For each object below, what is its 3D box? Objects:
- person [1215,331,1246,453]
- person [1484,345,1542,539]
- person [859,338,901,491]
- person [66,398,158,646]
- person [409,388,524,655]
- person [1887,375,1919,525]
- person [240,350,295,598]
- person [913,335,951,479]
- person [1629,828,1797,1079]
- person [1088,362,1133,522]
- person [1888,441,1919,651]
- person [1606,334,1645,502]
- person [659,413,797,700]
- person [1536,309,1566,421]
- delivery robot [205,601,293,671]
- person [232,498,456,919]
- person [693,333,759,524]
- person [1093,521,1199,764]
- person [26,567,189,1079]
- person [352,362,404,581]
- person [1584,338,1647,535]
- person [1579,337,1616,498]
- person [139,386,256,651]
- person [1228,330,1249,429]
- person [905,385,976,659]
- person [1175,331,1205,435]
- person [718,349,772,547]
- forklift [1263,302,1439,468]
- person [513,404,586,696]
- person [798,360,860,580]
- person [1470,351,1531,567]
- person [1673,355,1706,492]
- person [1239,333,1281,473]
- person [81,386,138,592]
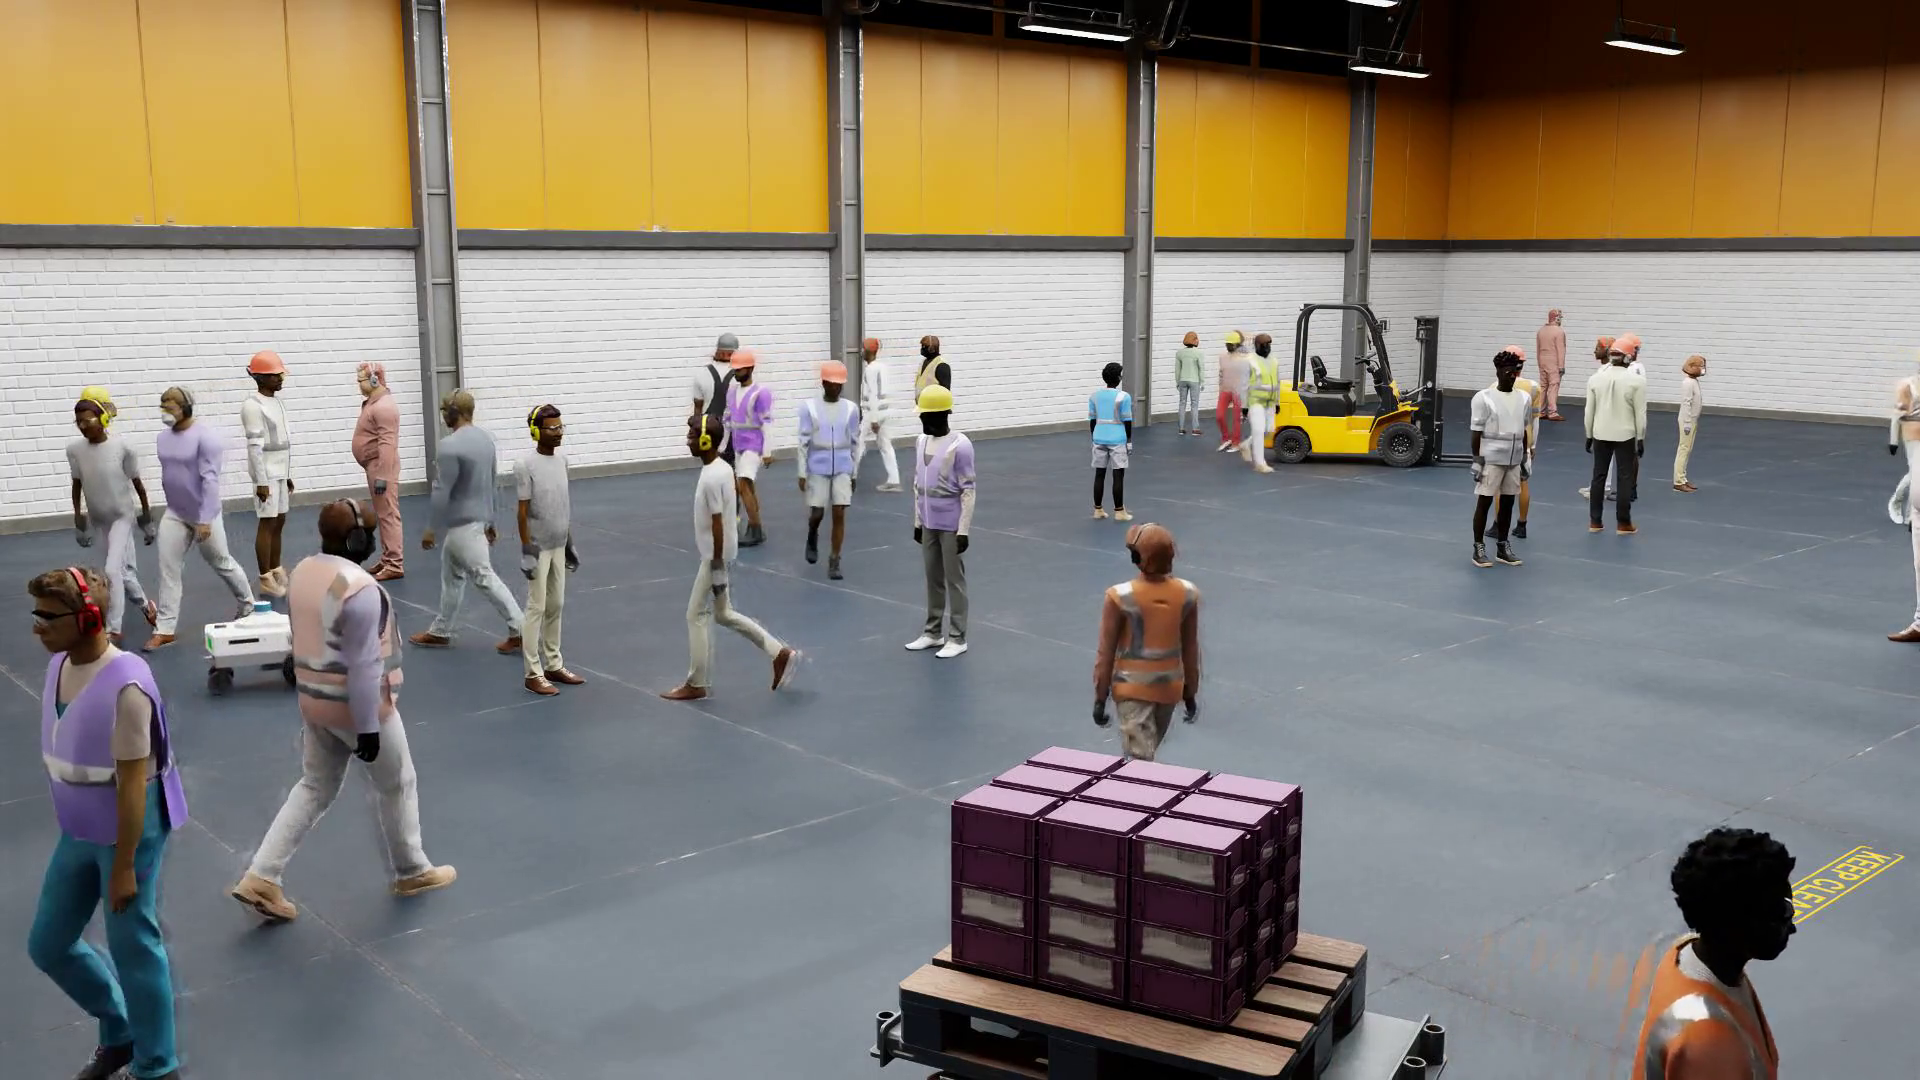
[{"bbox_3d":[3.885,-2.103,23.758,0.523,1.752,0.375,8,13,41],"label":"person"},{"bbox_3d":[5.486,-0.968,16.583,0.542,1.929,0.368,-1,10,-6],"label":"person"},{"bbox_3d":[-1.152,-1.488,19.899,0.965,1.830,0.590,3,10,15],"label":"person"},{"bbox_3d":[-6.188,-0.157,12.207,0.548,1.820,0.891,1,10,4],"label":"person"},{"bbox_3d":[-3.452,-0.123,11.758,1.005,1.900,0.639,1,10,6],"label":"person"},{"bbox_3d":[9.974,-1.060,17.202,0.581,1.905,0.436,-1,10,-7],"label":"person"},{"bbox_3d":[-5.678,-0.545,13.768,0.377,2.044,0.608,-1,10,-3],"label":"person"},{"bbox_3d":[-0.347,-1.627,20.705,0.430,1.841,0.624,-5,11,-26],"label":"person"},{"bbox_3d":[1.624,1.408,3.434,0.829,1.653,0.546,5,11,26],"label":"person"},{"bbox_3d":[1.605,-1.035,17.647,0.529,1.697,0.321,8,12,38],"label":"person"},{"bbox_3d":[6.974,-0.150,11.859,0.402,1.906,0.652,0,10,-2],"label":"person"},{"bbox_3d":[7.656,-1.403,19.136,0.382,1.924,0.552,6,11,32],"label":"person"},{"bbox_3d":[-1.484,0.112,10.526,0.802,1.848,0.520,0,10,-1],"label":"person"},{"bbox_3d":[10.171,-2.999,28.531,0.405,1.910,0.636,-3,10,-18],"label":"person"},{"bbox_3d":[-4.550,0.645,10.876,0.707,0.478,0.477,-4,11,-23],"label":"delivery robot"},{"bbox_3d":[-2.675,0.721,7.099,0.629,1.802,0.906,8,13,39],"label":"person"},{"bbox_3d":[-2.408,-1.186,17.530,0.697,2.000,0.659,1,10,7],"label":"person"},{"bbox_3d":[0.880,0.716,7.662,0.523,1.606,0.808,-5,11,-27],"label":"person"},{"bbox_3d":[-2.801,0.984,5.452,0.570,1.829,0.462,7,12,35],"label":"person"},{"bbox_3d":[-5.072,-0.597,14.491,0.407,1.903,0.639,-4,11,-23],"label":"person"},{"bbox_3d":[6.666,-1.050,16.894,0.629,1.988,0.397,9,13,42],"label":"person"},{"bbox_3d":[7.486,-1.425,19.394,0.355,1.882,0.576,2,10,11],"label":"person"},{"bbox_3d":[-5.578,-0.190,12.166,0.619,1.896,1.022,4,10,20],"label":"person"},{"bbox_3d":[4.598,-2.634,27.223,0.464,1.621,0.516,-6,12,-33],"label":"person"},{"bbox_3d":[-0.135,-0.132,11.698,0.383,1.923,0.589,-8,12,-38],"label":"person"},{"bbox_3d":[3.629,-2.473,26.250,0.498,1.634,0.283,7,12,34],"label":"person"},{"bbox_3d":[-2.130,-0.889,16.133,0.576,1.917,0.560,-9,13,-43],"label":"person"},{"bbox_3d":[5.320,-2.157,22.763,2.313,2.155,1.214,3,10,16],"label":"forklift"},{"bbox_3d":[-2.659,0.054,10.766,0.328,1.874,0.517,4,11,23],"label":"person"},{"bbox_3d":[-1.160,-0.628,14.637,0.578,1.915,0.634,-3,10,-15],"label":"person"},{"bbox_3d":[4.915,-0.737,15.116,0.613,1.965,0.361,-3,10,-18],"label":"person"},{"bbox_3d":[8.758,-1.395,19.945,0.267,1.631,0.509,6,11,32],"label":"person"},{"bbox_3d":[3.887,-1.809,21.804,0.644,1.824,0.639,-7,12,-34],"label":"person"},{"bbox_3d":[-7.149,-0.420,13.915,0.489,1.743,0.323,10,14,44],"label":"person"}]
